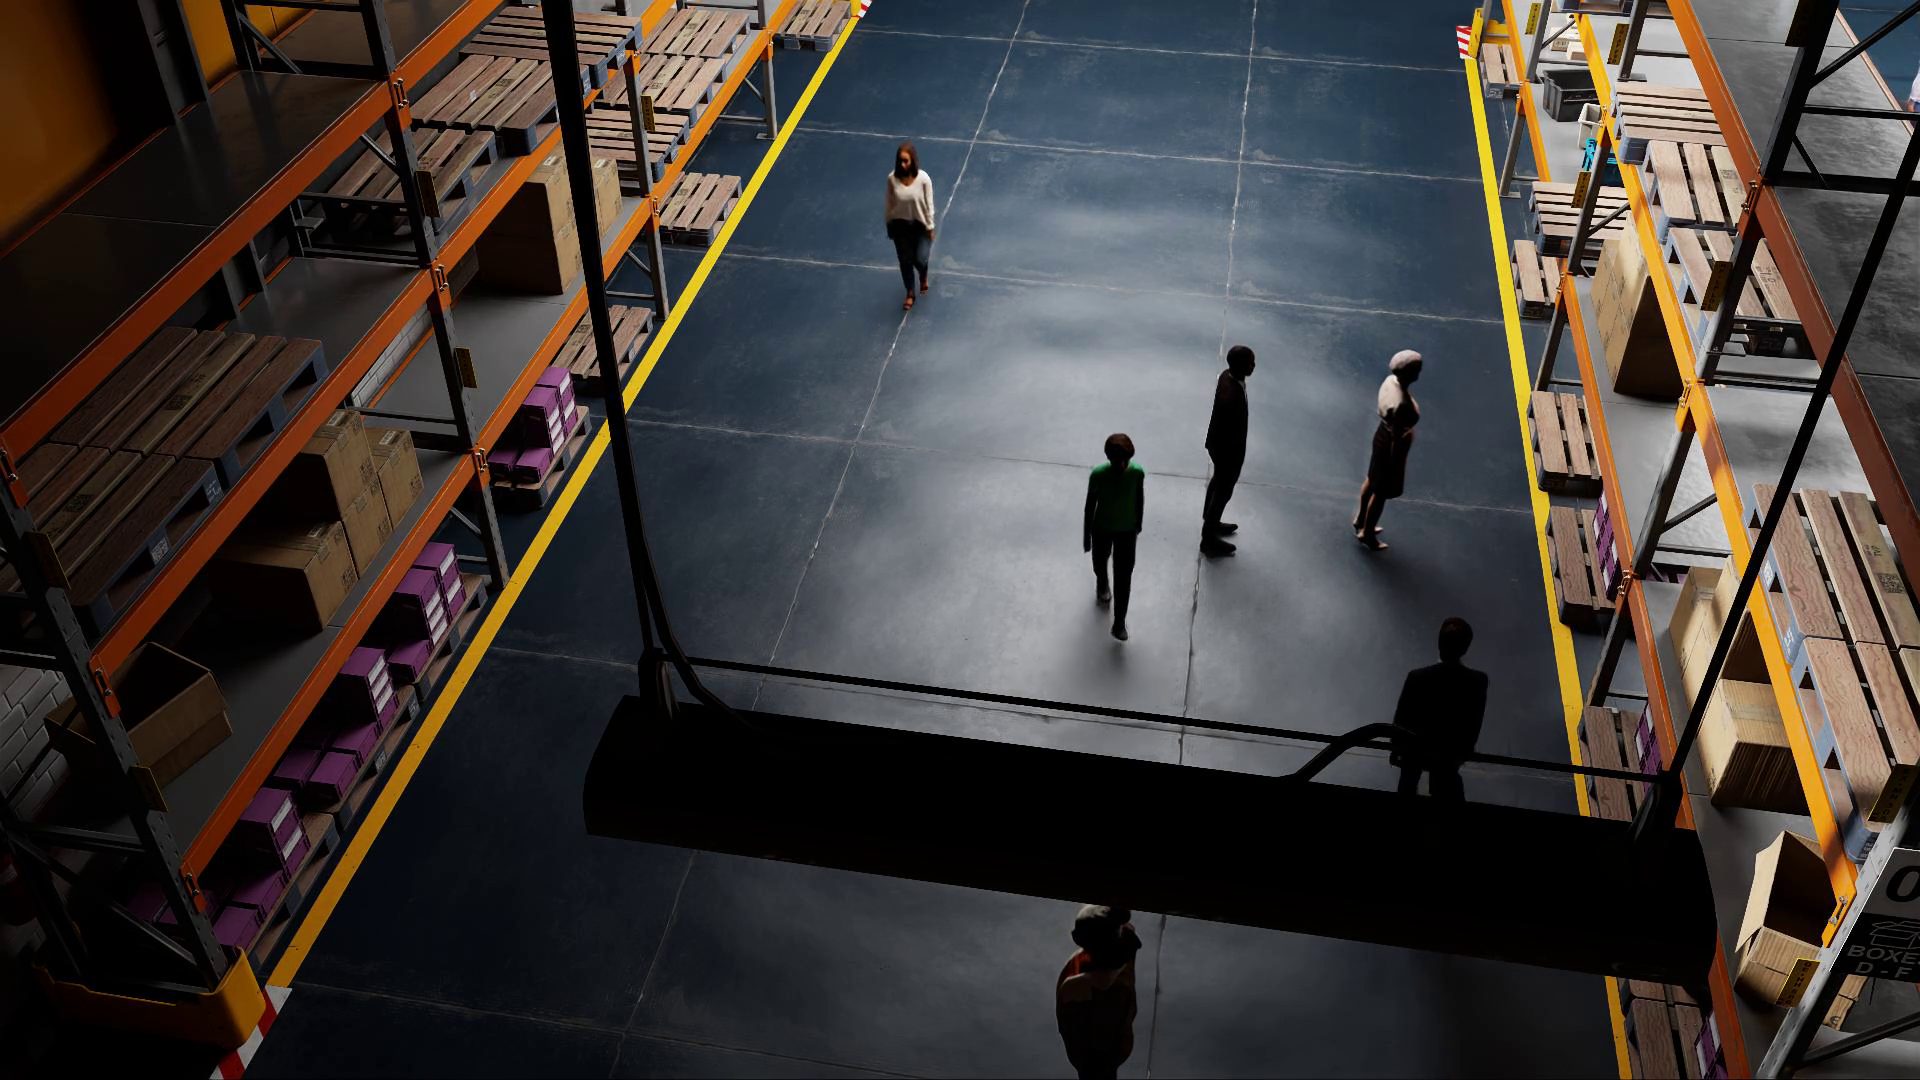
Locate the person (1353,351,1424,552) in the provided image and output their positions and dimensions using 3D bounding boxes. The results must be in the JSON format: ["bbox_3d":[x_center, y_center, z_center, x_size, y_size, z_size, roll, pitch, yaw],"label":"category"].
[{"bbox_3d":[3.242,-0.674,12.642,0.674,1.751,0.484,3,39,4],"label":"person"}]

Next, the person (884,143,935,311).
[{"bbox_3d":[-0.429,-2.965,15.575,0.653,1.670,0.686,9,39,11],"label":"person"}]

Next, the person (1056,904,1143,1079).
[{"bbox_3d":[0.753,2.460,8.602,0.750,1.896,0.611,4,39,5],"label":"person"}]

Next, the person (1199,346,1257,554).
[{"bbox_3d":[2.016,-0.693,12.627,0.745,1.800,0.556,1,39,1],"label":"person"}]

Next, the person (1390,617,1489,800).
[{"bbox_3d":[2.888,1.293,10.082,0.708,1.873,1.106,4,39,5],"label":"person"}]

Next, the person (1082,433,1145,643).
[{"bbox_3d":[1.093,-0.134,12.080,0.774,1.609,1.156,-2,39,-2],"label":"person"}]
